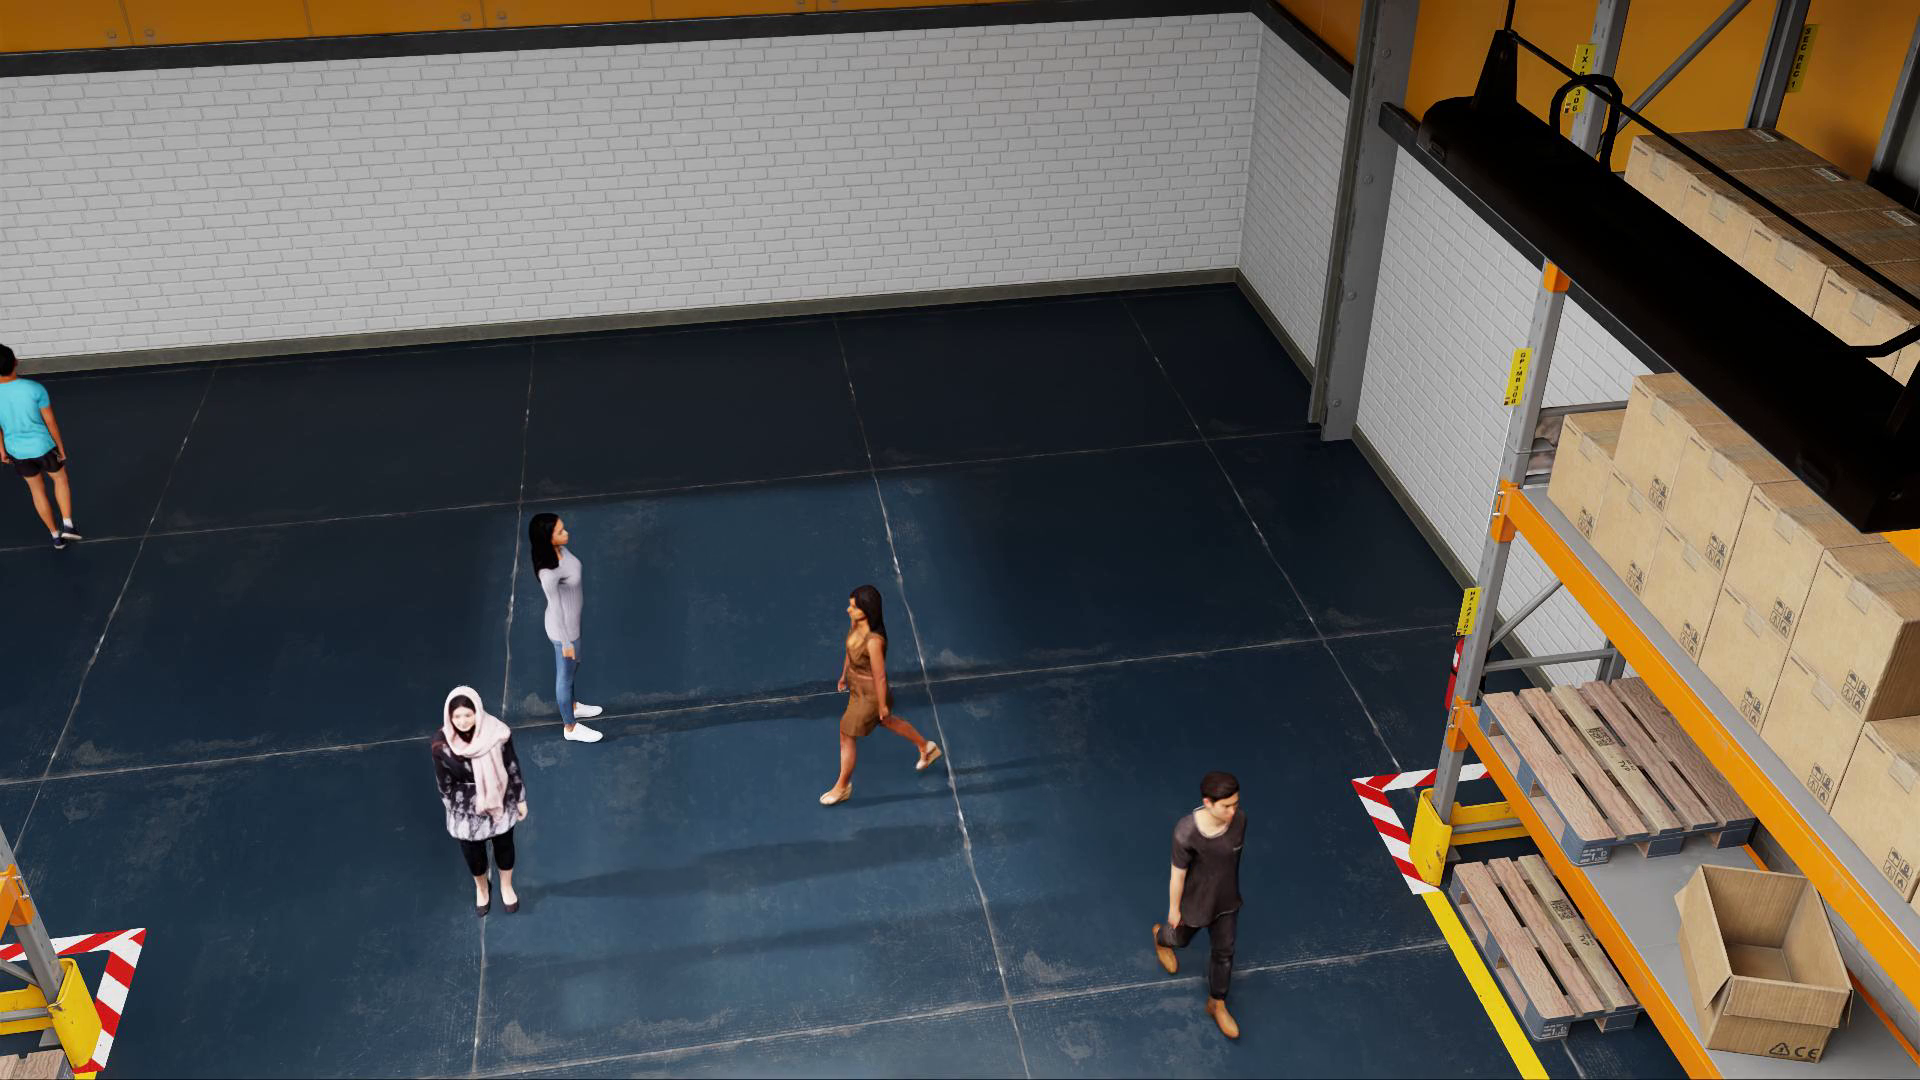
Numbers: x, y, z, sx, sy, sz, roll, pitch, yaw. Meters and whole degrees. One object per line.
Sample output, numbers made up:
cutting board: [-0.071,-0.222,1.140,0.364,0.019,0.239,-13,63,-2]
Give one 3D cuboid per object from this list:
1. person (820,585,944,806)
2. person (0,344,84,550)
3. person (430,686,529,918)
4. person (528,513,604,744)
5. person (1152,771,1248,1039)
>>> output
person: [-0.504,0.963,10.613,0.696,1.653,1.041,-9,35,-13]
person: [-7.229,-0.662,12.960,0.719,1.761,0.774,-15,36,-21]
person: [-2.819,1.484,9.849,0.689,1.631,0.706,-11,35,-16]
person: [-2.661,0.570,11.130,0.670,1.735,0.467,-4,34,-6]
person: [1.310,1.902,9.163,0.764,1.693,1.102,-13,36,-18]
